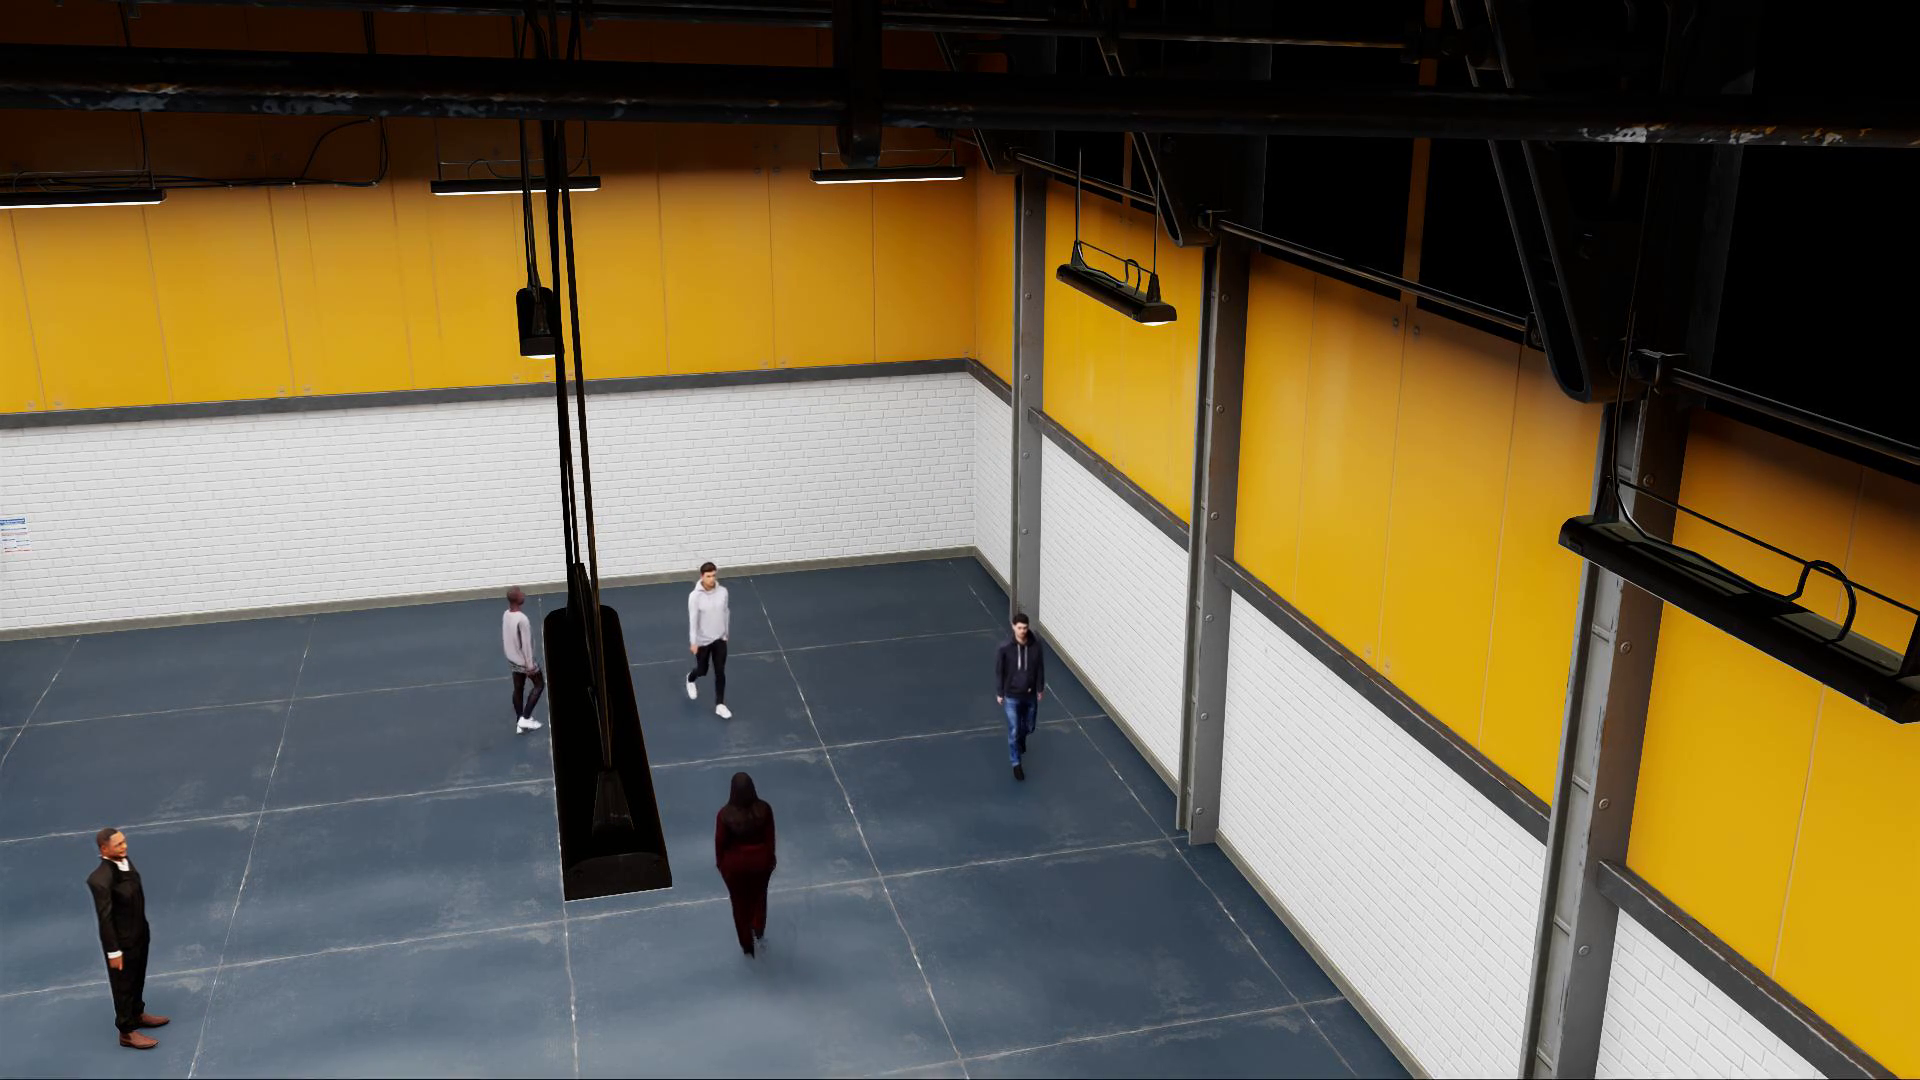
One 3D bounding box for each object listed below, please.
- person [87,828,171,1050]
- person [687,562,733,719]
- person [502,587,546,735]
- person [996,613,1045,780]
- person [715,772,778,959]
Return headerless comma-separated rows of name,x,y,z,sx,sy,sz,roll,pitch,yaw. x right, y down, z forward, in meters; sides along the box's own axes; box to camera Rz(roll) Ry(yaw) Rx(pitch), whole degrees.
person,-6.785,3.193,13.497,0.806,1.904,0.598,-2,19,-5
person,-2.992,1.130,19.620,0.932,1.907,1.188,-13,22,-33
person,-5.098,1.401,19.036,0.710,1.766,0.805,16,24,39
person,0.643,1.639,18.158,0.748,1.876,1.018,-3,19,-8
person,-1.845,2.900,14.624,0.697,1.740,0.700,-7,20,-19
